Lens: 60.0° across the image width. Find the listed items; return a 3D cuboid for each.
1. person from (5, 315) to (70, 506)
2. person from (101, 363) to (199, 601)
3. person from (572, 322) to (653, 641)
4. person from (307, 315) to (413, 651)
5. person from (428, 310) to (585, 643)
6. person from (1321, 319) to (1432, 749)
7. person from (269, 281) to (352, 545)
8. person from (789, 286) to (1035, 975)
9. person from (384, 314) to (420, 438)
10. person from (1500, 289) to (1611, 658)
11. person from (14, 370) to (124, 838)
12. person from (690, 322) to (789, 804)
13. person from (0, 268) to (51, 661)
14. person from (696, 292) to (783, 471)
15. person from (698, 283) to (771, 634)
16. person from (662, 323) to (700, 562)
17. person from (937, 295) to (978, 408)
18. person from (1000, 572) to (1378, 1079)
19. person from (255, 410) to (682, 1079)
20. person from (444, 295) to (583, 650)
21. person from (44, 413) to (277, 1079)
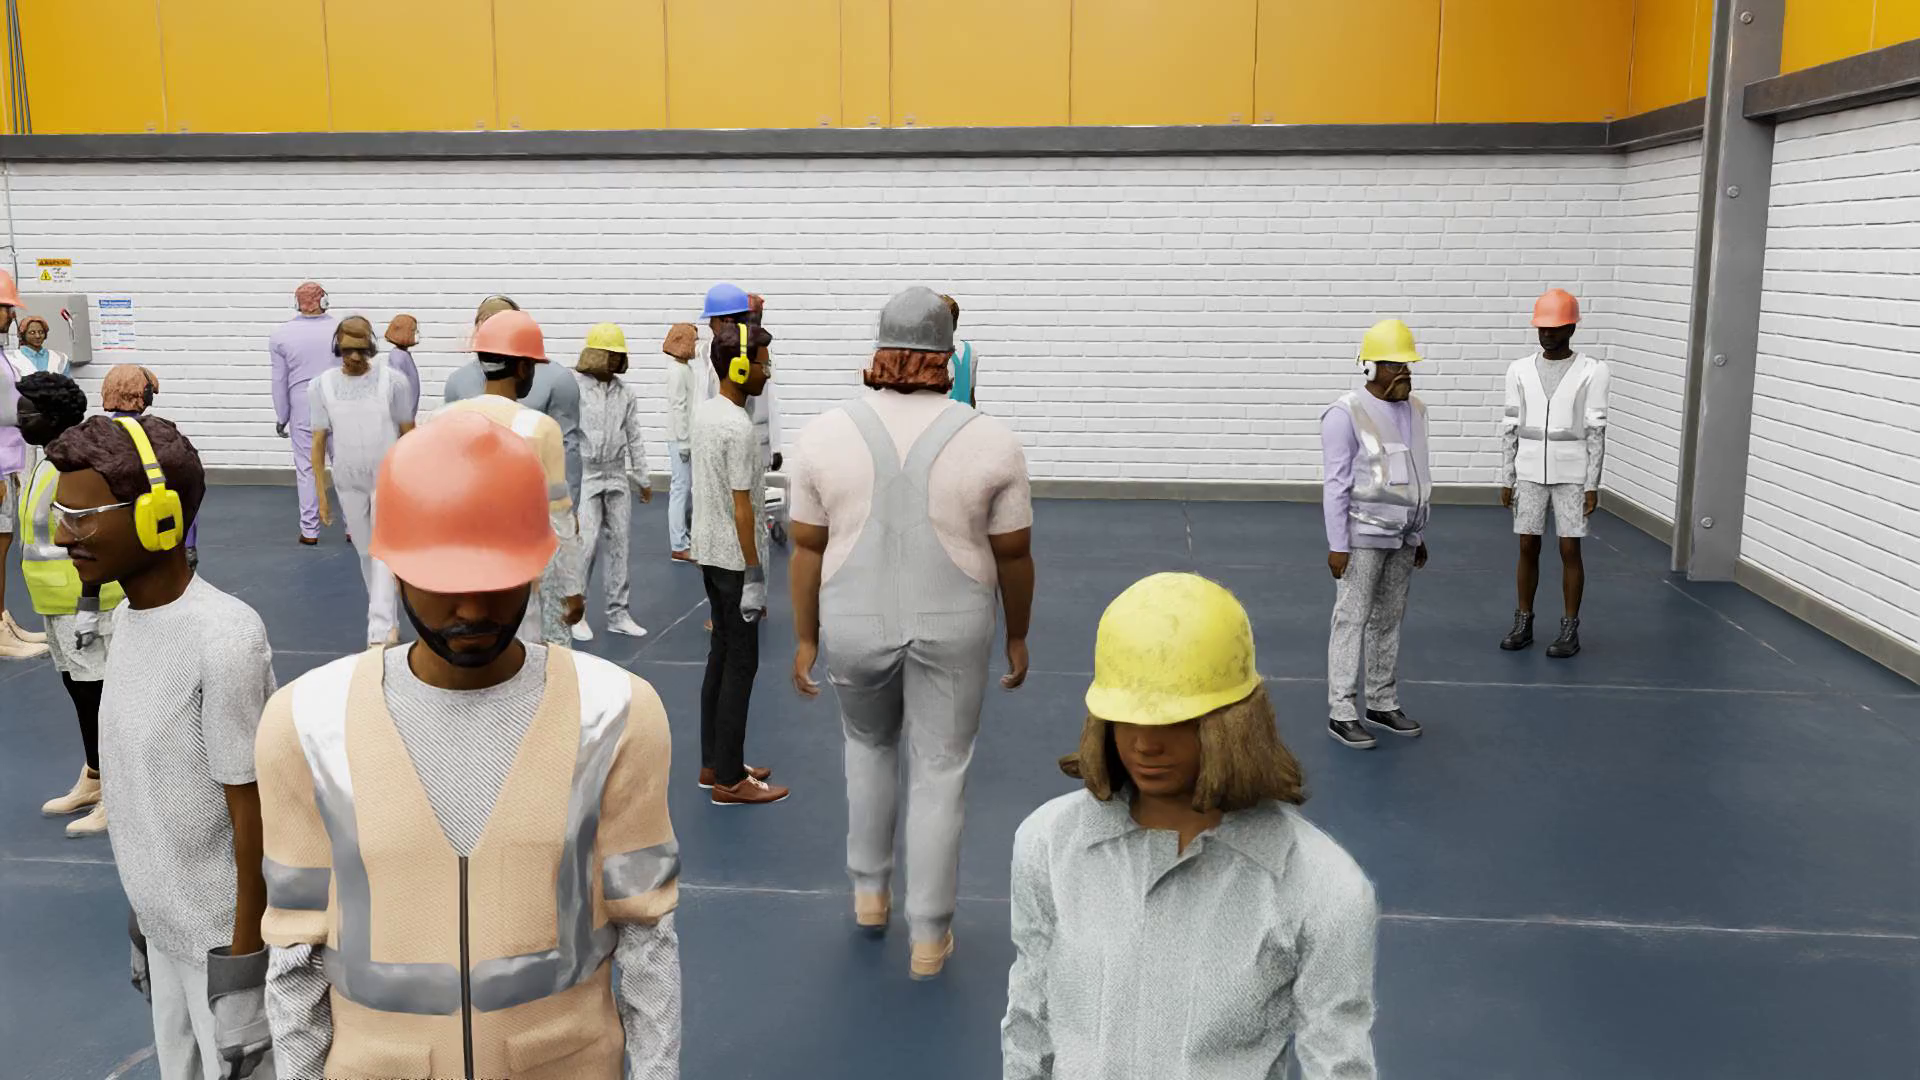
[{"bbox_3d":[-6.893,-0.856,12.462,0.307,1.641,0.511,7,12,36],"label":"person"},{"bbox_3d":[-3.661,0.032,7.404,0.522,1.631,0.324,-1,10,-8],"label":"person"},{"bbox_3d":[-1.940,-0.317,9.098,0.345,1.733,0.532,9,13,41],"label":"person"},{"bbox_3d":[-3.054,-0.251,8.558,0.527,1.786,0.905,-1,10,-8],"label":"person"},{"bbox_3d":[-1.677,0.126,6.075,0.595,1.909,0.550,4,11,20],"label":"person"},{"bbox_3d":[1.813,-0.030,7.176,0.600,1.832,0.404,-7,12,-36],"label":"person"},{"bbox_3d":[-4.629,-0.914,12.046,0.636,1.903,0.405,-4,11,-22],"label":"person"},{"bbox_3d":[-0.125,0.239,5.046,0.711,2.000,0.724,1,10,5],"label":"person"},{"bbox_3d":[-4.296,-0.929,12.892,0.282,1.633,0.501,-2,10,-13],"label":"person"},{"bbox_3d":[3.090,-0.342,8.713,0.539,1.930,0.387,7,12,35],"label":"person"},{"bbox_3d":[-3.239,0.231,6.075,0.316,1.695,0.540,-8,13,-40],"label":"person"},{"bbox_3d":[-0.856,0.097,6.398,0.341,1.857,0.524,-5,11,-25],"label":"person"},{"bbox_3d":[-4.997,-0.392,8.660,0.387,2.041,0.605,-5,11,-25],"label":"person"},{"bbox_3d":[-1.360,-0.621,10.477,0.600,1.862,0.492,7,12,34],"label":"person"},{"bbox_3d":[-1.241,-0.447,9.247,0.390,1.945,0.603,2,10,9],"label":"person"},{"bbox_3d":[-1.885,-0.672,11.421,0.281,1.634,0.498,-1,10,-5],"label":"person"},{"bbox_3d":[-0.099,-0.623,10.538,0.332,1.844,0.516,8,13,39],"label":"person"},{"bbox_3d":[0.275,0.896,2.147,0.508,1.741,0.324,4,11,24],"label":"person"},{"bbox_3d":[-0.651,0.780,2.282,0.550,1.925,0.390,-2,10,-13],"label":"person"},{"bbox_3d":[-2.027,-0.143,7.573,0.636,1.928,0.383,1,10,5],"label":"person"},{"bbox_3d":[-1.332,0.706,2.896,0.510,1.861,0.324,9,13,42],"label":"person"}]
